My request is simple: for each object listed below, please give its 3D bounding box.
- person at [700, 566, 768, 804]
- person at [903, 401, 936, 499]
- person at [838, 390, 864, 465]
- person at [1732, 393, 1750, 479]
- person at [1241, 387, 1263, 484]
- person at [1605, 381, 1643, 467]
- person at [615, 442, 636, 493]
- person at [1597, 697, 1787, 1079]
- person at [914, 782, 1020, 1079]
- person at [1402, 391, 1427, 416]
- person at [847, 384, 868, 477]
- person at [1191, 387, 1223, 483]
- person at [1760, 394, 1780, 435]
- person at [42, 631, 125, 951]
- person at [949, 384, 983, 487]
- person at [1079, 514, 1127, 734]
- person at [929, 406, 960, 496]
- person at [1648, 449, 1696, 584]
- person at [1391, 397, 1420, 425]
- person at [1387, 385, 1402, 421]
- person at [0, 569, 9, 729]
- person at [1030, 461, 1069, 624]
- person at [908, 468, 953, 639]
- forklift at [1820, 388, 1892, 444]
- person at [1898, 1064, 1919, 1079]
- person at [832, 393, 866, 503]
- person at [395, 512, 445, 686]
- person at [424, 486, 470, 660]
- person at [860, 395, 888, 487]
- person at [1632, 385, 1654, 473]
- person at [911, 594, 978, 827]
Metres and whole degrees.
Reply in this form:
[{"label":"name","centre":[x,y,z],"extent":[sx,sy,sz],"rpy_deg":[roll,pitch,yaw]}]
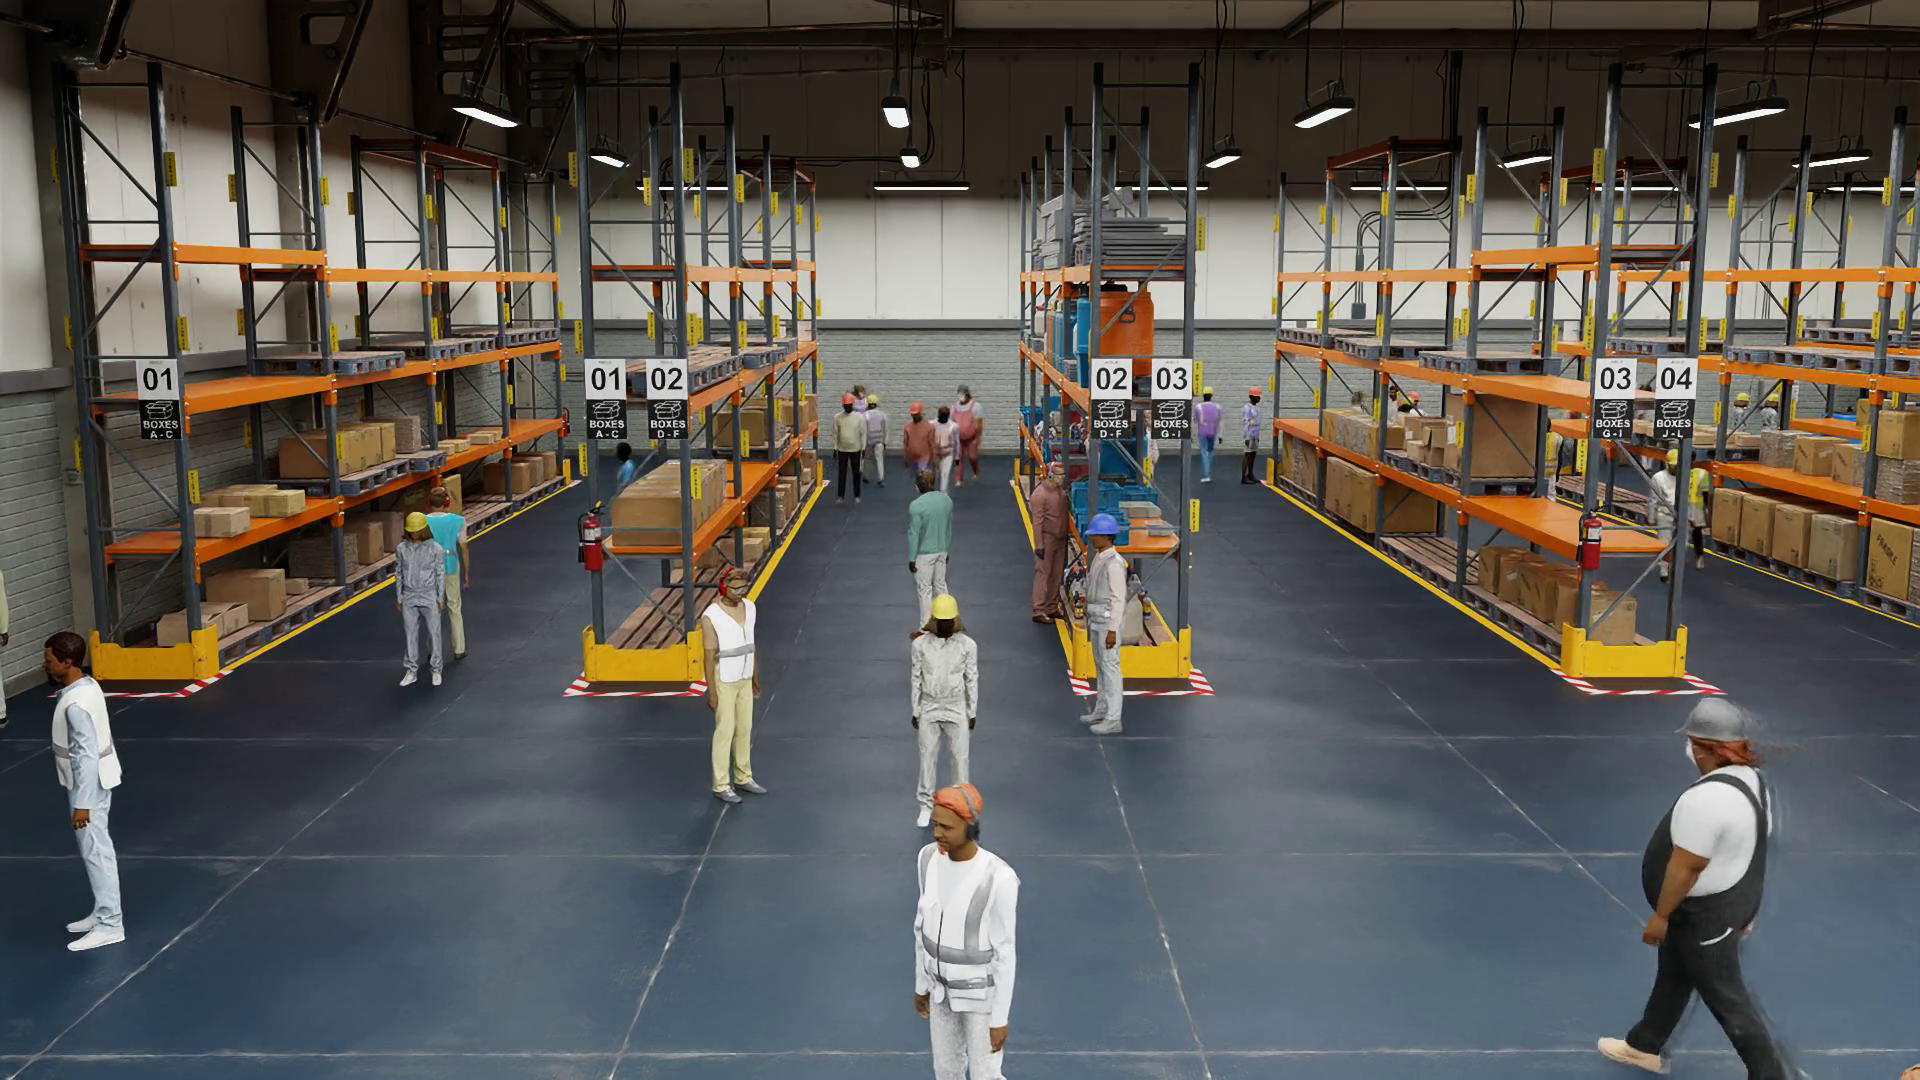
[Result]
[{"label":"person","centre":[-1.761,1.100,12.755],"extent":[0.404,1.831,0.574],"rpy_deg":[5,10,31]},{"label":"person","centre":[-0.674,-1.417,28.549],"extent":[0.623,1.961,0.862],"rpy_deg":[4,10,26]},{"label":"person","centre":[-2.188,-2.248,34.340],"extent":[0.649,1.811,0.821],"rpy_deg":[5,10,28]},{"label":"person","centre":[15.769,-2.107,33.645],"extent":[0.289,1.746,0.487],"rpy_deg":[2,9,15]},{"label":"person","centre":[5.764,-2.055,32.729],"extent":[0.387,1.929,0.545],"rpy_deg":[6,11,34]},{"label":"person","centre":[14.240,-2.464,35.561],"extent":[0.557,1.866,0.703],"rpy_deg":[1,9,3]},{"label":"person","centre":[-4.845,-0.605,24.206],"extent":[0.371,1.678,0.561],"rpy_deg":[-3,9,-19]},{"label":"person","centre":[3.658,1.725,8.049],"extent":[1.004,2.000,0.682],"rpy_deg":[7,11,39]},{"label":"person","centre":[0.013,1.950,7.128],"extent":[0.356,1.880,0.574],"rpy_deg":[-8,12,-43]},{"label":"person","centre":[8.482,-1.825,31.250],"extent":[0.544,1.929,0.389],"rpy_deg":[-4,10,-23]},{"label":"person","centre":[-2.076,-2.229,33.869],"extent":[0.502,1.918,0.706],"rpy_deg":[6,11,34]},{"label":"person","centre":[4.895,-2.112,33.224],"extent":[0.620,1.873,0.894],"rpy_deg":[-1,9,-8]},{"label":"person","centre":[16.352,-2.090,33.589],"extent":[0.321,1.731,0.490],"rpy_deg":[-1,9,-3]},{"label":"person","centre":[-5.235,1.487,9.981],"extent":[0.383,1.914,0.591],"rpy_deg":[-4,10,-25]},{"label":"person","centre":[0.104,-2.048,32.320],"extent":[0.687,2.000,0.671],"rpy_deg":[2,9,15]},{"label":"person","centre":[1.277,0.733,14.722],"extent":[0.393,1.946,0.617],"rpy_deg":[-2,9,-10]},{"label":"person","centre":[-0.302,-1.517,29.730],"extent":[0.626,1.802,0.929],"rpy_deg":[2,9,12]},{"label":"person","centre":[9.377,-0.310,21.905],"extent":[0.616,1.805,0.525],"rpy_deg":[0,9,3]},{"label":"person","centre":[8.229,-1.708,30.706],"extent":[0.591,1.861,0.999],"rpy_deg":[2,9,15]},{"label":"person","centre":[8.959,-2.267,34.332],"extent":[0.336,1.858,0.503],"rpy_deg":[-6,11,-36]},{"label":"person","centre":[-8.757,0.792,14.719],"extent":[0.598,1.830,0.403],"rpy_deg":[-7,11,-36]},{"label":"person","centre":[1.081,0.024,19.462],"extent":[0.400,1.900,0.647],"rpy_deg":[6,11,33]},{"label":"person","centre":[-0.340,0.160,18.482],"extent":[0.378,1.929,0.634],"rpy_deg":[8,12,43]},{"label":"forklift","centre":[20.072,-3.110,36.462],"extent":[1.873,2.768,1.129],"rpy_deg":[0,9,0]},{"label":"person","centre":[2.967,2.389,5.110],"extent":[0.279,1.624,0.494],"rpy_deg":[4,10,27]},{"label":"person","centre":[-1.996,-1.643,29.858],"extent":[0.622,1.992,0.396],"rpy_deg":[1,9,7]},{"label":"person","centre":[-5.325,0.579,16.401],"extent":[0.484,1.736,0.305],"rpy_deg":[0,9,-3]},{"label":"person","centre":[-5.444,0.360,17.449],"extent":[0.573,1.843,0.374],"rpy_deg":[-3,9,-16]},{"label":"person","centre":[-1.678,-1.931,32.404],"extent":[0.604,1.789,0.945],"rpy_deg":[-3,9,-20]},{"label":"person","centre":[14.313,-2.310,34.630],"extent":[0.534,1.857,0.334],"rpy_deg":[-4,10,-23]},{"label":"person","centre":[-0.114,1.245,12.125],"extent":[0.487,1.738,0.321],"rpy_deg":[1,9,5]}]
